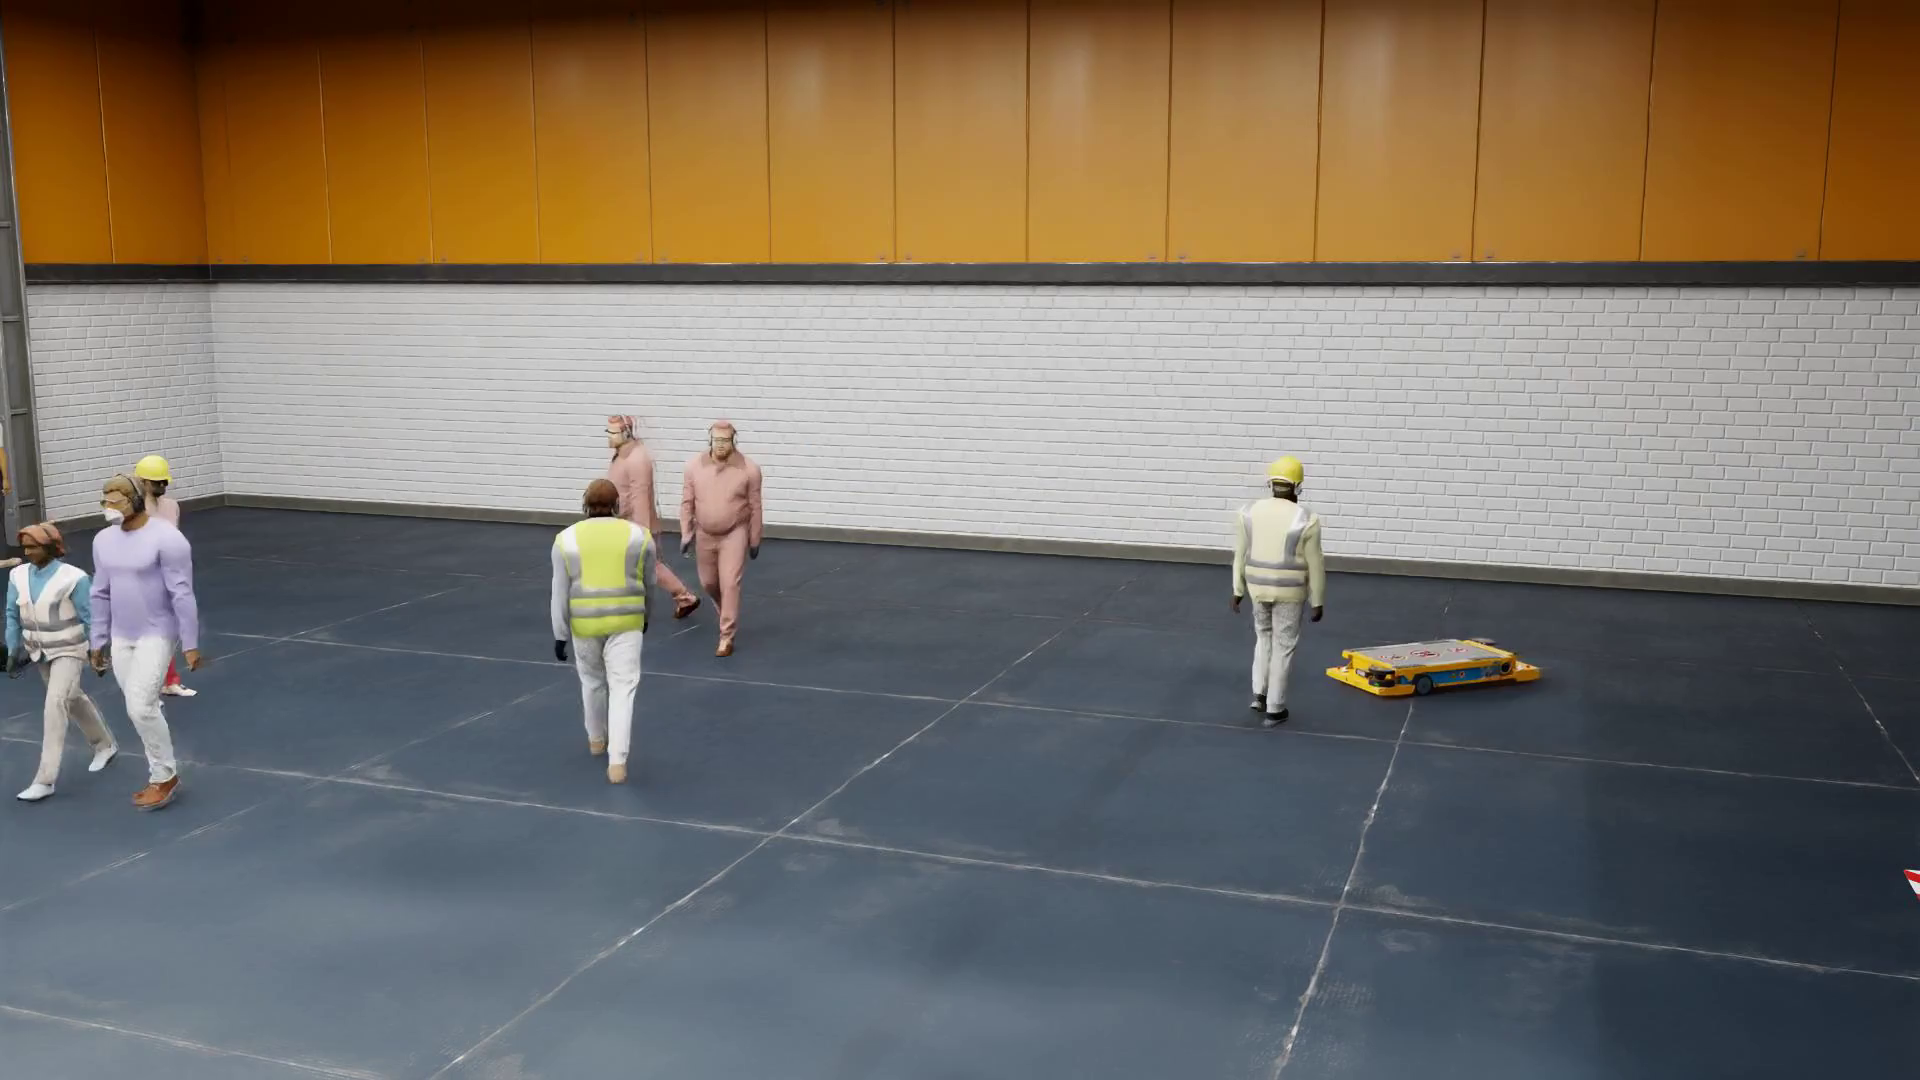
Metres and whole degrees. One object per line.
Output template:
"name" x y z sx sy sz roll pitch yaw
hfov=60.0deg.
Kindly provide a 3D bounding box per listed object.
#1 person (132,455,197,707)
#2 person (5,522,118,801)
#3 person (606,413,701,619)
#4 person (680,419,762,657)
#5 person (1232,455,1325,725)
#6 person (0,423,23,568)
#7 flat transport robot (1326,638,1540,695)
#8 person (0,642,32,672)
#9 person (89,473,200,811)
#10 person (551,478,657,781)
"person" -5.640 0.282 11.695 0.328 1.762 0.535 3 10 17
"person" -5.302 0.672 9.810 0.501 1.585 0.875 3 10 18
"person" -2.713 -0.173 14.242 0.876 1.860 0.682 -5 11 -30
"person" -1.899 -0.054 13.416 0.642 1.876 0.859 1 9 9
"person" 2.158 0.338 11.159 0.629 1.817 0.465 7 11 36
"person" -10.000 -0.626 17.069 0.506 1.843 0.351 1 9 8
"flat transport robot" 3.497 0.926 12.296 1.431 0.197 0.652 -4 10 -22
"person" -7.419 0.071 12.508 0.571 1.913 0.780 6 11 35
"person" -4.644 0.581 9.352 0.654 1.913 0.574 3 10 20
"person" -2.156 0.519 10.146 0.623 1.784 0.968 -1 9 -8
